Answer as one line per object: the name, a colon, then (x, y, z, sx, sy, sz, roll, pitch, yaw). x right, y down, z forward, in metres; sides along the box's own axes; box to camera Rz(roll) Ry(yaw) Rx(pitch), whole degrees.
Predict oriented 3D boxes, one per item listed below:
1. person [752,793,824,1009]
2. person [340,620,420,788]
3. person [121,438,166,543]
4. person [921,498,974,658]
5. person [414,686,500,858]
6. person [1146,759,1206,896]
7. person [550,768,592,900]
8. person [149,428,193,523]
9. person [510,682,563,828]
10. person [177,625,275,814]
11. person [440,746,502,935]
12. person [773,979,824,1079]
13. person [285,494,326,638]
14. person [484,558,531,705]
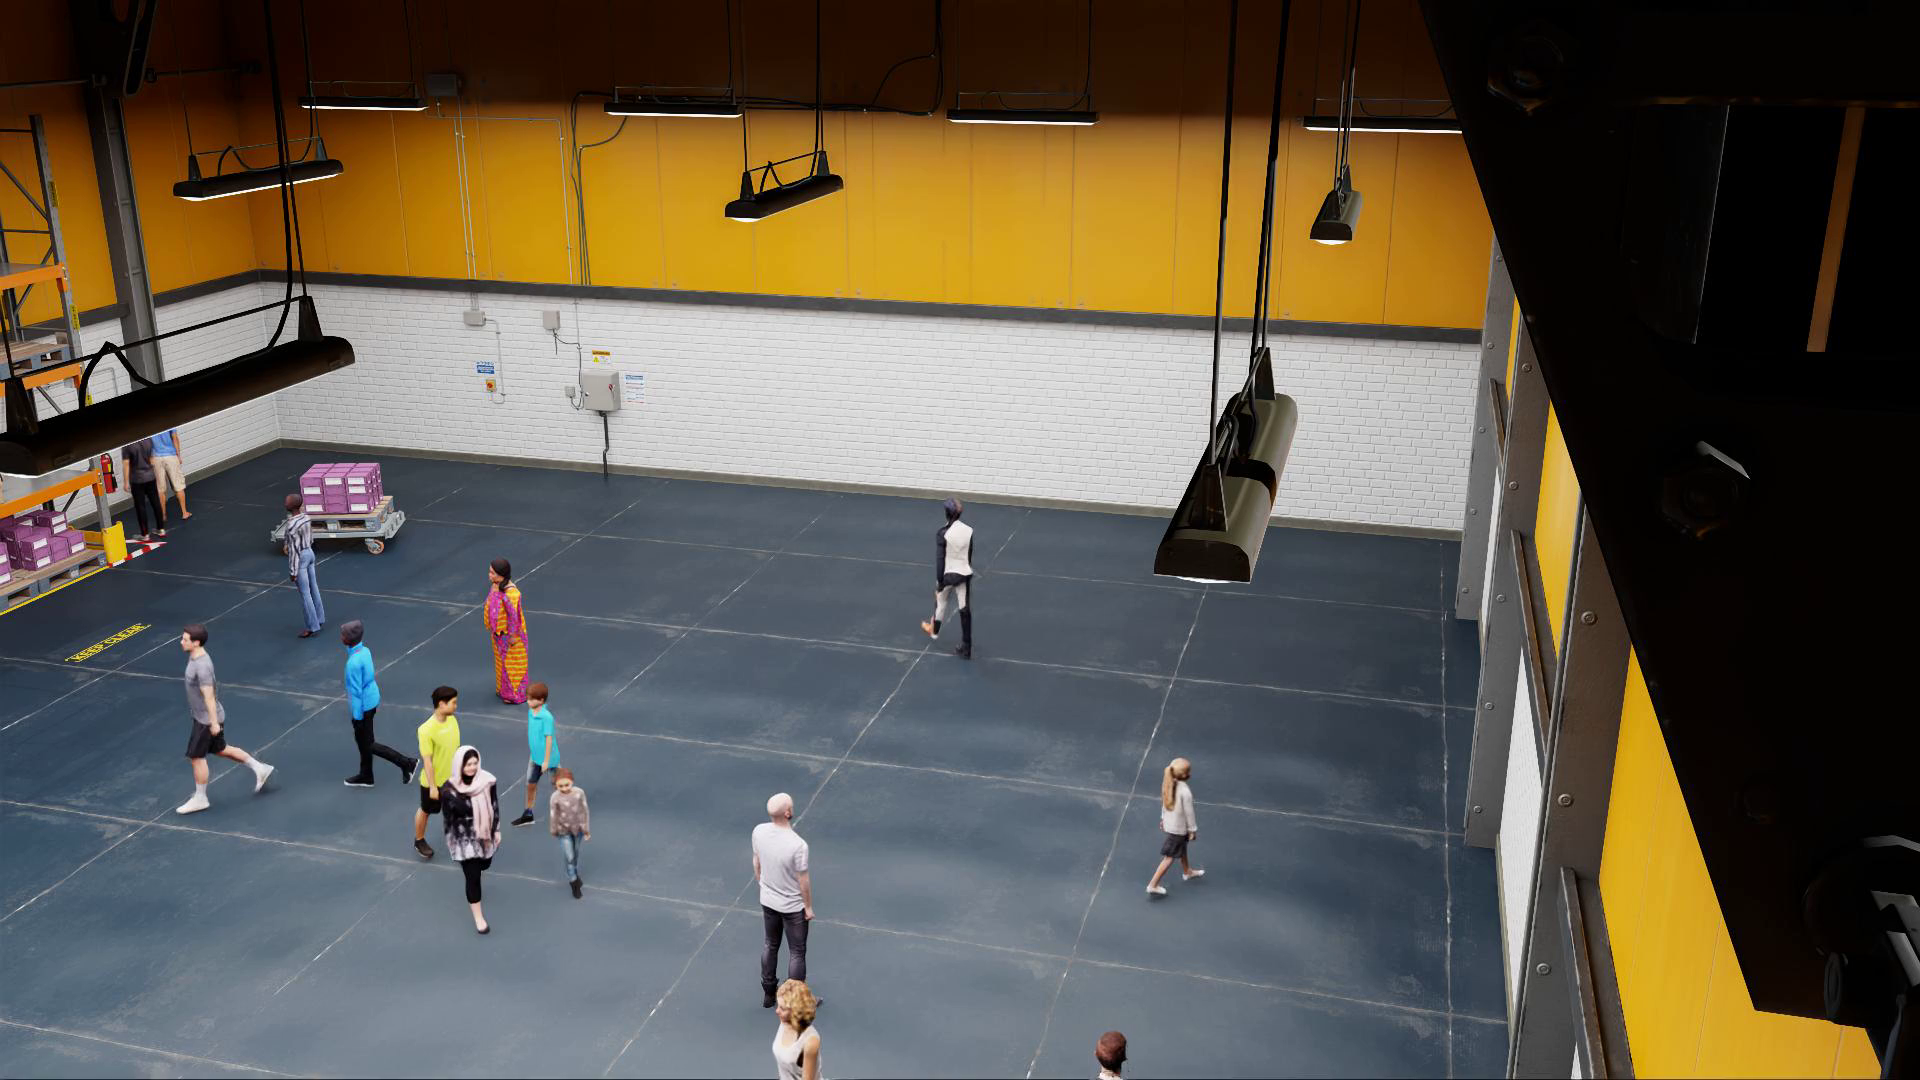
person: (-1.356, 2.774, 12.755, 0.737, 1.832, 0.698, 12, 22, 32)
person: (-5.719, 1.632, 16.231, 0.896, 1.776, 1.027, -1, 19, -4)
person: (-11.642, -0.867, 23.678, 0.757, 1.761, 0.559, 9, 21, 25)
person: (-0.012, 0.477, 19.546, 1.178, 1.850, 1.237, -11, 21, -29)
person: (-4.745, 2.126, 14.975, 0.876, 1.643, 1.100, 10, 21, 27)
person: (1.837, 2.508, 14.461, 0.910, 1.247, 0.888, -9, 20, -24)
person: (-3.425, 2.506, 14.584, 0.678, 1.172, 0.746, -9, 21, -26)
person: (-11.721, -1.202, 24.510, 0.737, 1.864, 0.770, -8, 20, -22)
person: (-3.859, 1.998, 15.688, 0.719, 1.430, 0.875, 13, 23, 35)
person: (-7.120, 1.681, 15.986, 1.219, 1.841, 1.154, -11, 21, -29)
person: (-4.129, 2.456, 14.068, 1.059, 1.597, 1.088, -12, 22, -31)
person: (-0.925, 3.568, 10.717, 1.142, 1.627, 1.019, -13, 23, -34)
person: (-7.967, 0.294, 20.175, 0.726, 1.796, 0.540, 1, 19, 2)
person: (-5.004, 0.969, 18.352, 0.833, 1.681, 0.777, -12, 22, -31)
